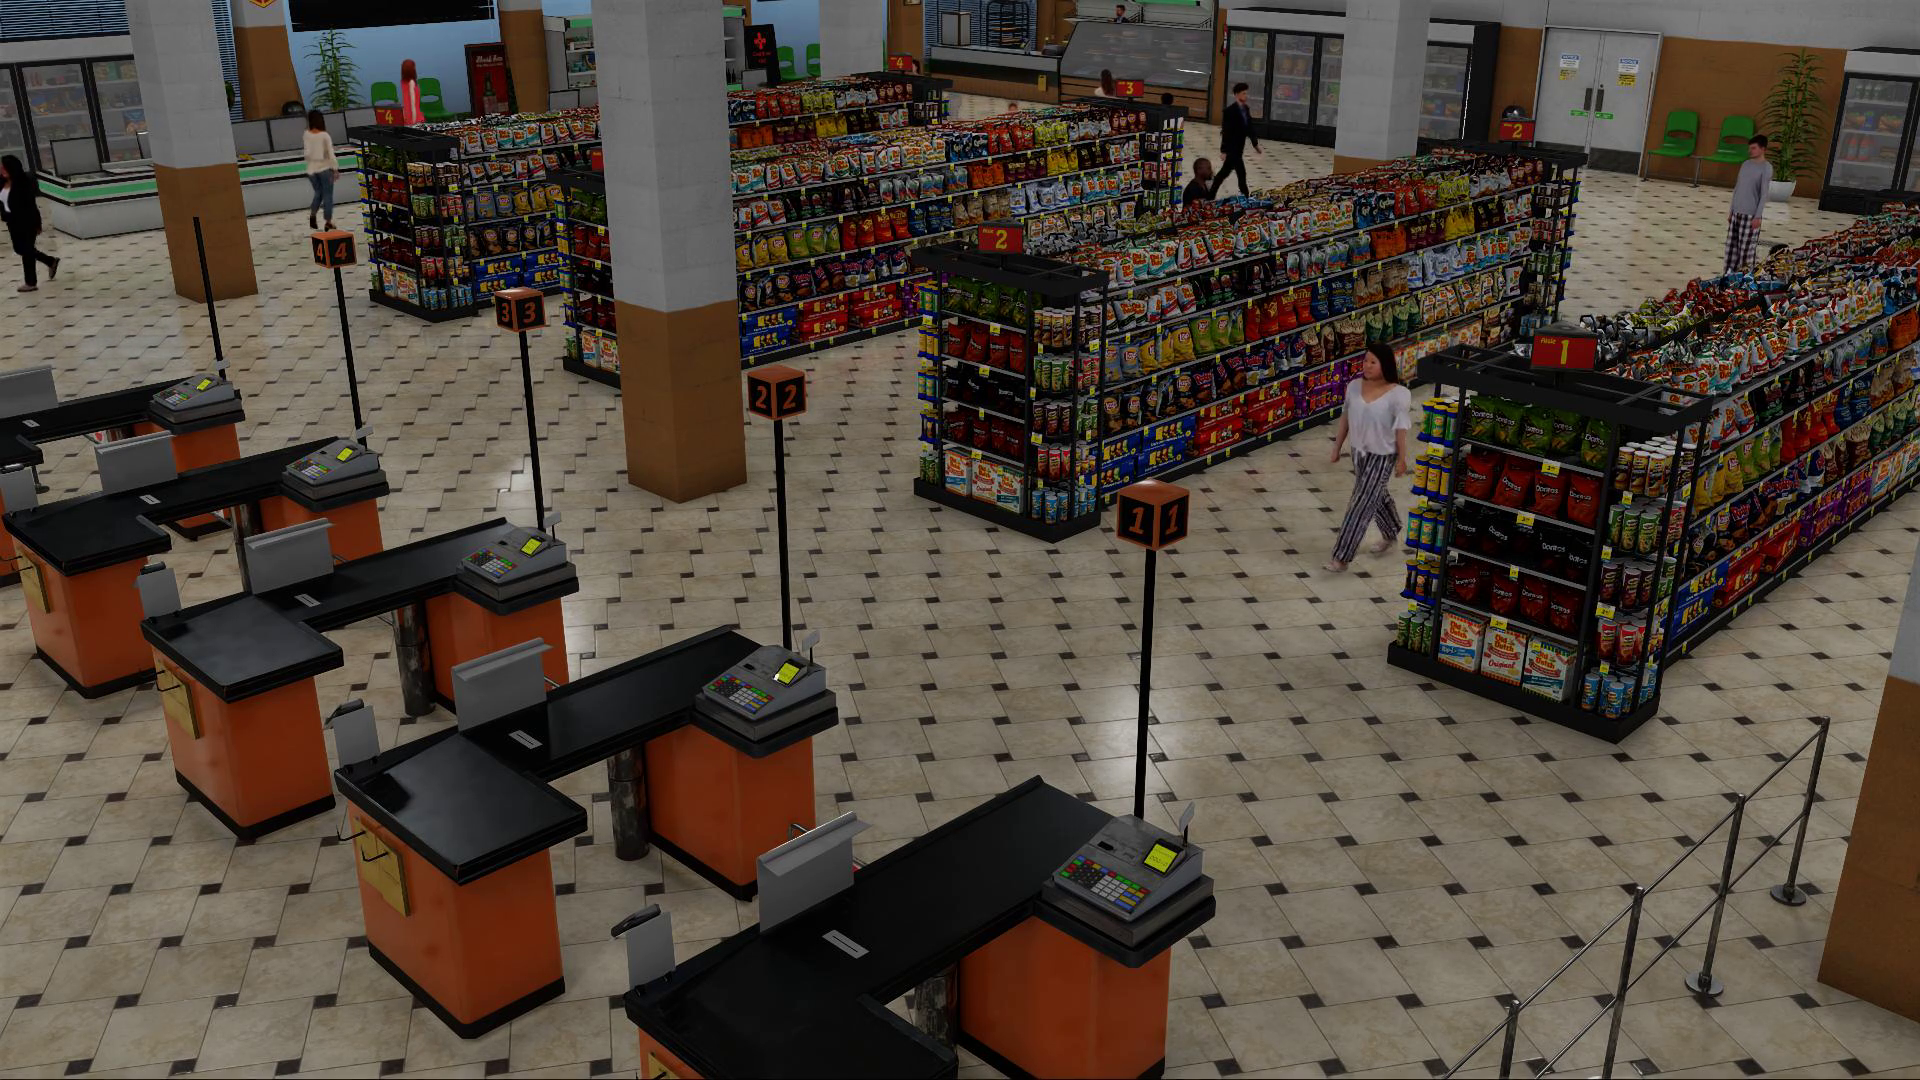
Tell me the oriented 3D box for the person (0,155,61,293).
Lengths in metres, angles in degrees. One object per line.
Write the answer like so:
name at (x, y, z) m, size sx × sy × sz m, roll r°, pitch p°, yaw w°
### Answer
person at (-11.133, -3.795, 19.888) m, size 0.862 × 1.598 × 1.049 m, roll 8°, pitch 23°, yaw 20°

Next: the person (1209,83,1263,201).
person at (3.944, -5.726, 24.382) m, size 0.966 × 1.831 × 1.233 m, roll 12°, pitch 25°, yaw 28°

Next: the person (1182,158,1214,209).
person at (2.578, -3.312, 18.398) m, size 0.806 × 1.813 × 0.660 m, roll 7°, pitch 23°, yaw 18°

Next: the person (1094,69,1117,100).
person at (2.453, -6.913, 27.587) m, size 1.093 × 1.643 × 0.932 m, roll -9°, pitch 24°, yaw -22°

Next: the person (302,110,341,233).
person at (-8.889, -5.069, 22.964) m, size 0.788 × 1.669 × 0.842 m, roll 6°, pitch 23°, yaw 15°

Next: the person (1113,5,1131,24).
person at (3.712, -11.418, 38.499) m, size 0.631 × 1.867 × 0.549 m, roll 20°, pitch 30°, yaw 41°

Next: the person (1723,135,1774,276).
person at (9.366, -3.886, 19.782) m, size 0.682 × 1.845 × 0.699 m, roll -8°, pitch 23°, yaw -18°

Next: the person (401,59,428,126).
person at (-9.221, -7.026, 27.702) m, size 1.118 × 1.768 × 0.615 m, roll -20°, pitch 29°, yaw -40°

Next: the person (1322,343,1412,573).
person at (2.997, -0.595, 11.878) m, size 1.188 × 1.634 × 0.809 m, roll -15°, pitch 26°, yaw -33°

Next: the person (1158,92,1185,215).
person at (2.975, -5.520, 23.932) m, size 0.661 × 1.784 × 0.785 m, roll -7°, pitch 23°, yaw -18°
